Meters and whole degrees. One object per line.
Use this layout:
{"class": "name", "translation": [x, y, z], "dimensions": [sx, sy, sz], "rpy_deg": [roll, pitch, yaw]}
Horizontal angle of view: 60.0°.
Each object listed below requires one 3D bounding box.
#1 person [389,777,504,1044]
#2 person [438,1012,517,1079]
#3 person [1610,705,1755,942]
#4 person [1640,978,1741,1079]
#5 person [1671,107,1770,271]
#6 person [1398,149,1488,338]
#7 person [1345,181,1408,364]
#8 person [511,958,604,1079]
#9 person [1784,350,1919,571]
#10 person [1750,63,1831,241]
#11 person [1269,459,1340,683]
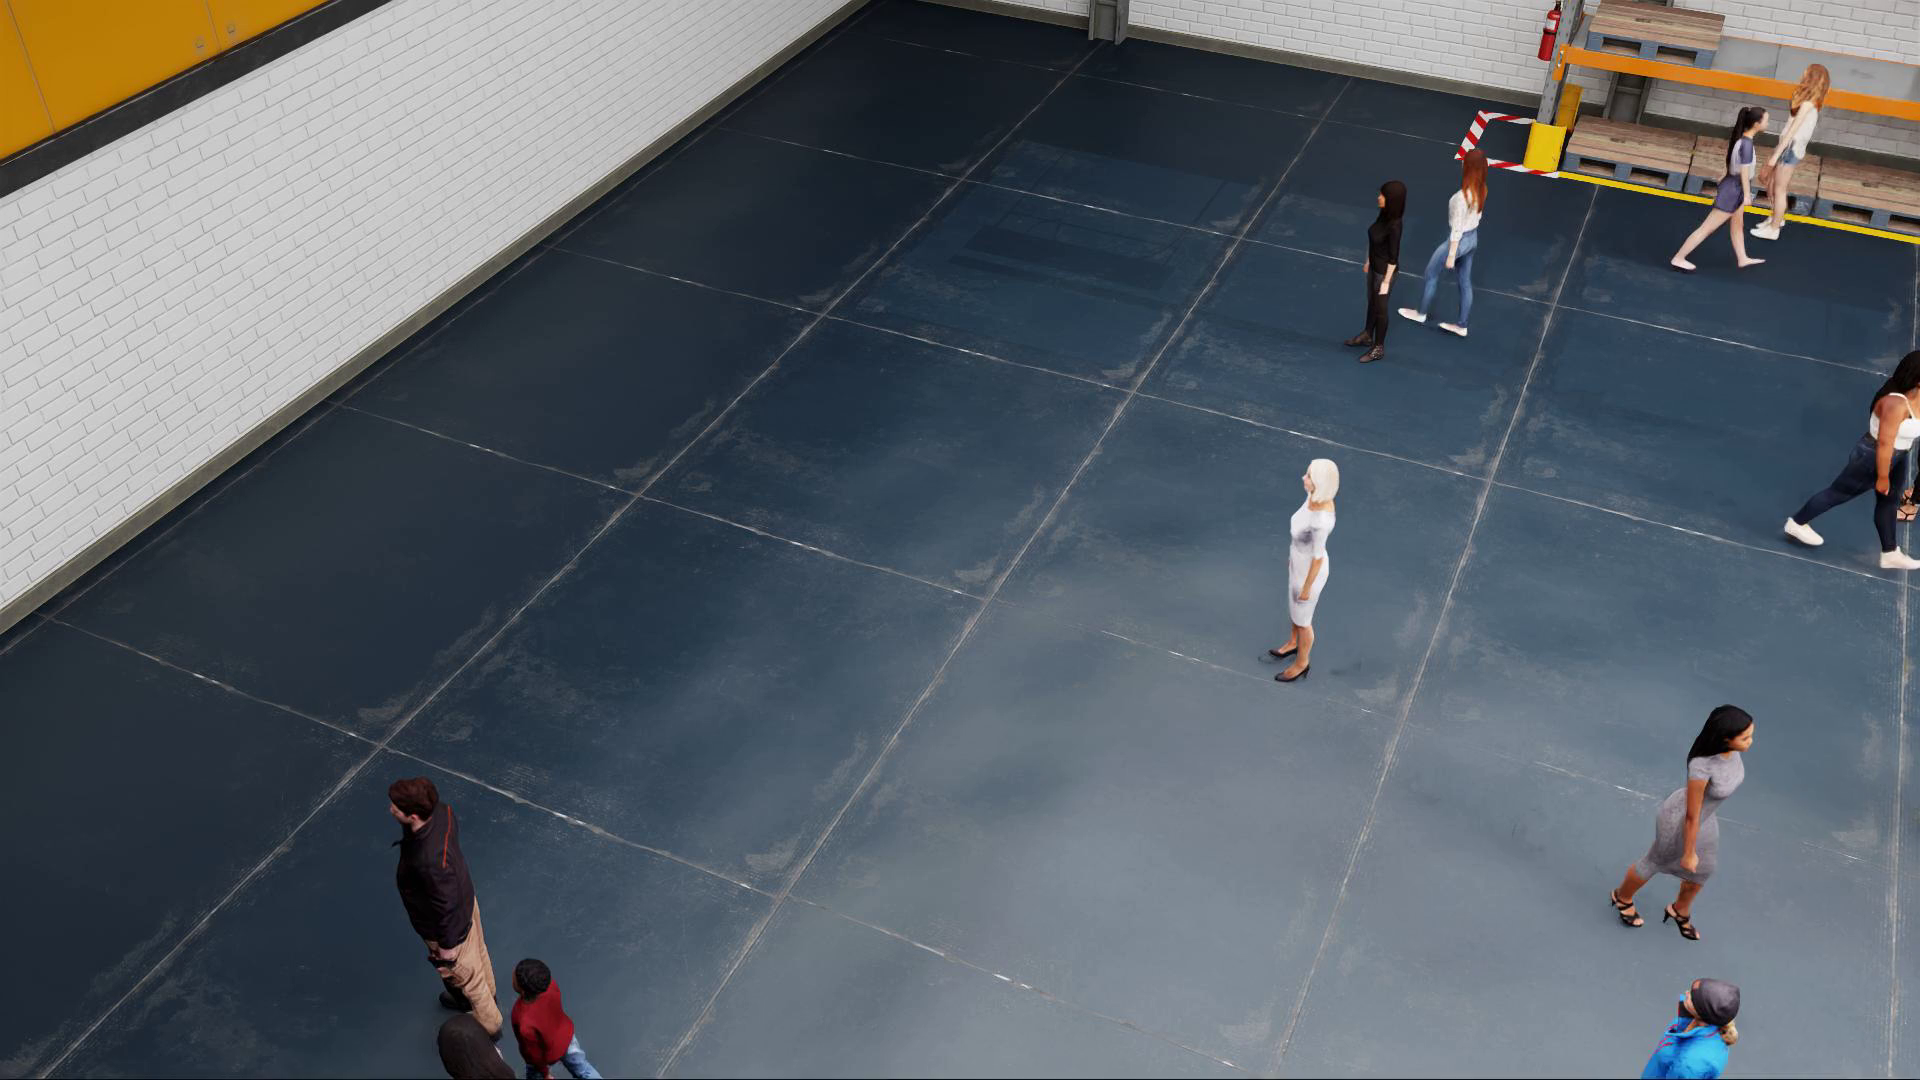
{"class": "person", "translation": [-2.654, 1.925, 8.602], "dimensions": [0.828, 1.925, 0.796], "rpy_deg": [-8, 39, -10]}
{"class": "person", "translation": [-2.043, 2.822, 7.645], "dimensions": [0.875, 1.717, 0.706], "rpy_deg": [6, 39, 7]}
{"class": "person", "translation": [3.919, 1.537, 9.217], "dimensions": [0.747, 1.764, 0.842], "rpy_deg": [-28, 46, -30]}
{"class": "person", "translation": [3.400, 2.670, 7.784], "dimensions": [1.072, 1.781, 0.806], "rpy_deg": [28, 46, 31]}
{"class": "person", "translation": [6.963, -3.170, 15.236], "dimensions": [1.061, 1.609, 0.673], "rpy_deg": [12, 40, 14]}
{"class": "person", "translation": [4.384, -2.518, 14.339], "dimensions": [0.957, 1.709, 0.789], "rpy_deg": [32, 48, 33]}
{"class": "person", "translation": [3.592, -2.293, 14.111], "dimensions": [0.671, 1.642, 0.655], "rpy_deg": [-5, 39, -6]}
{"class": "person", "translation": [-2.006, 2.547, 8.368], "dimensions": [0.879, 1.245, 0.528], "rpy_deg": [15, 41, 18]}
{"class": "person", "translation": [6.450, -0.596, 11.897], "dimensions": [1.262, 1.753, 0.918], "rpy_deg": [31, 48, 33]}
{"class": "person", "translation": [7.920, -3.616, 15.684], "dimensions": [0.584, 1.746, 0.573], "rpy_deg": [18, 42, 21]}
{"class": "person", "translation": [2.295, 0.189, 10.916], "dimensions": [0.625, 1.750, 0.631], "rpy_deg": [1, 39, 2]}
